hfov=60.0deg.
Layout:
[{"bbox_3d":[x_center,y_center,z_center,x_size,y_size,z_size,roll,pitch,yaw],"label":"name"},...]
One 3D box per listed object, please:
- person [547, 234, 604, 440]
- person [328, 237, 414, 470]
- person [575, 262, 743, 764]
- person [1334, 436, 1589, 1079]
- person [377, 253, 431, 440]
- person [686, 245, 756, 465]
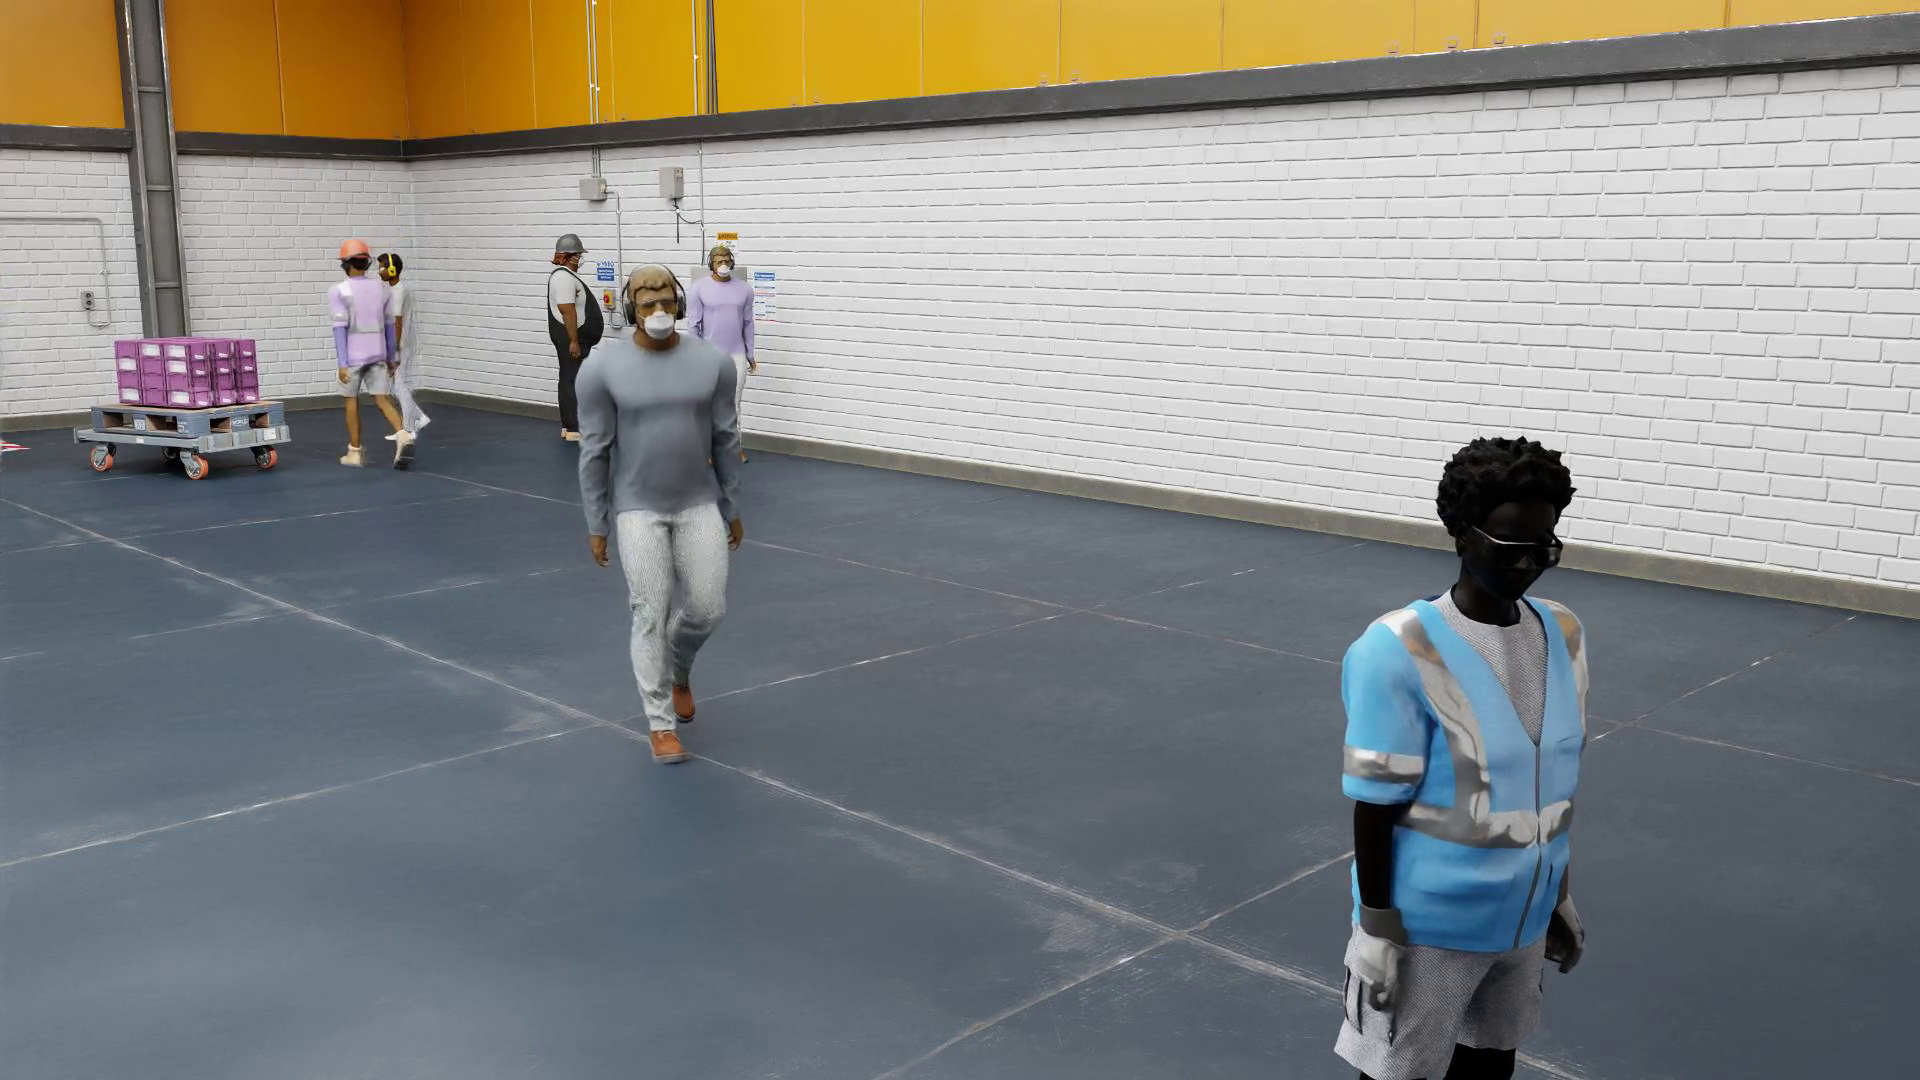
[{"bbox_3d":[-3.811,-2.015,16.531,0.537,2.000,0.679,-3,11,-18],"label":"person"},{"bbox_3d":[-5.098,-1.599,14.375,0.934,2.013,0.618,8,13,39],"label":"person"},{"bbox_3d":[-1.163,-0.110,6.465,0.644,1.919,0.513,-5,11,-23],"label":"person"},{"bbox_3d":[0.881,0.656,2.913,0.529,1.694,0.321,-6,12,-29],"label":"person"},{"bbox_3d":[-5.548,-1.893,16.395,0.372,1.853,0.515,-4,11,-22],"label":"person"},{"bbox_3d":[-2.109,-1.637,14.749,0.635,1.937,0.353,-6,12,-28],"label":"person"}]
